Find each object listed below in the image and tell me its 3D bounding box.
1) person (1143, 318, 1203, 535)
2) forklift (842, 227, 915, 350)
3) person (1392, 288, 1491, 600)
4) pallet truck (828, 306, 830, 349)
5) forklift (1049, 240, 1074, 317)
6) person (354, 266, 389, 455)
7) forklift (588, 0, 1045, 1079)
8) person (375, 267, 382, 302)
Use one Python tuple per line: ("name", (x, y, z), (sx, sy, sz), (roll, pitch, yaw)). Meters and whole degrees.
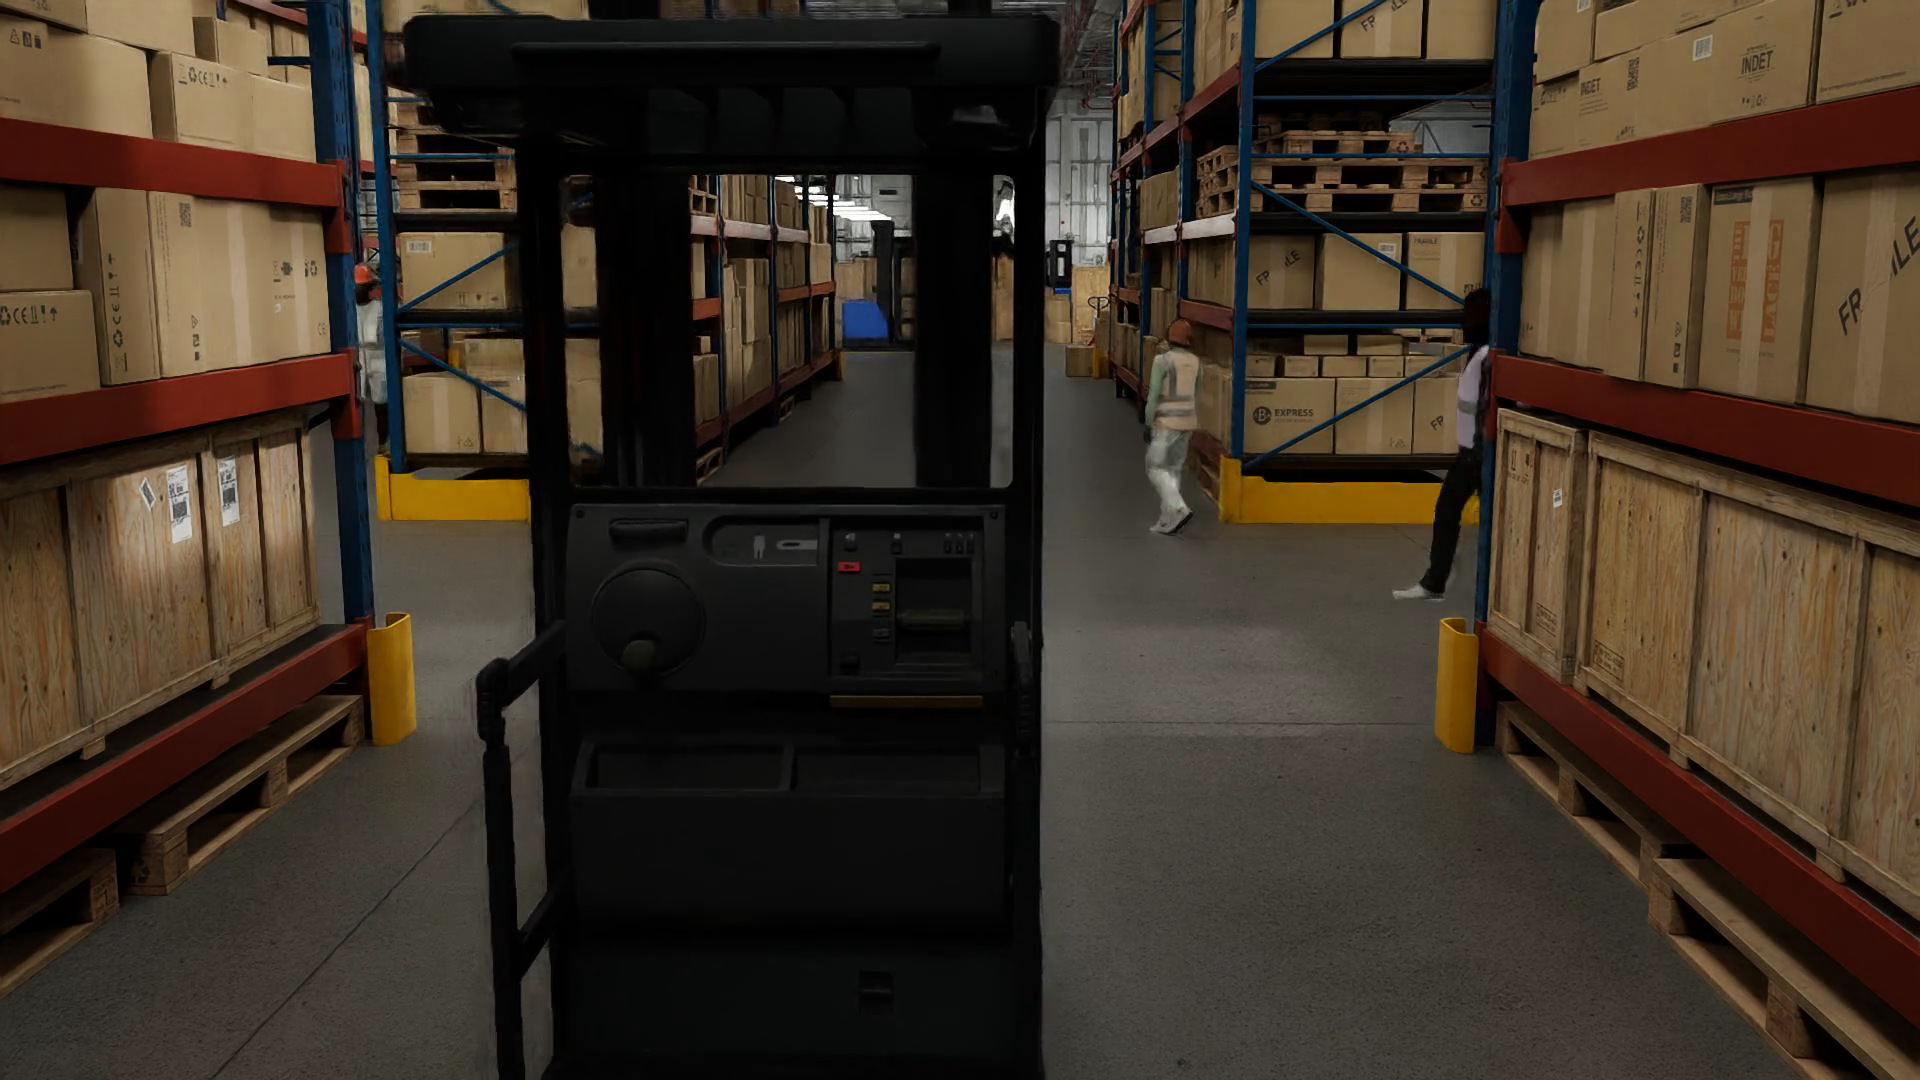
("person", (1.607, -0.820, 12.269), (0.544, 1.617, 0.438), (-8, 12, -39))
("forklift", (-1.761, -5.802, 38.315), (1.873, 2.768, 1.129), (0, 9, 1))
("person", (3.119, -0.534, 9.760), (0.966, 1.883, 0.602), (2, 10, 10))
("pallet truck", (-3.100, -3.940, 29.800), (1.885, 1.965, 0.823), (3, 10, 19))
("forklift", (3.659, -9.425, 60.017), (1.129, 2.768, 1.873), (-9, 13, -43))
("person", (-5.779, -1.660, 16.184), (0.617, 1.985, 1.060), (-2, 10, -11))
("forklift", (-0.359, -0.054, 3.886), (1.129, 2.768, 1.873), (0, 9, 1))
("person", (-19.096, -8.105, 55.154), (0.943, 1.877, 0.644), (-4, 10, -21))
